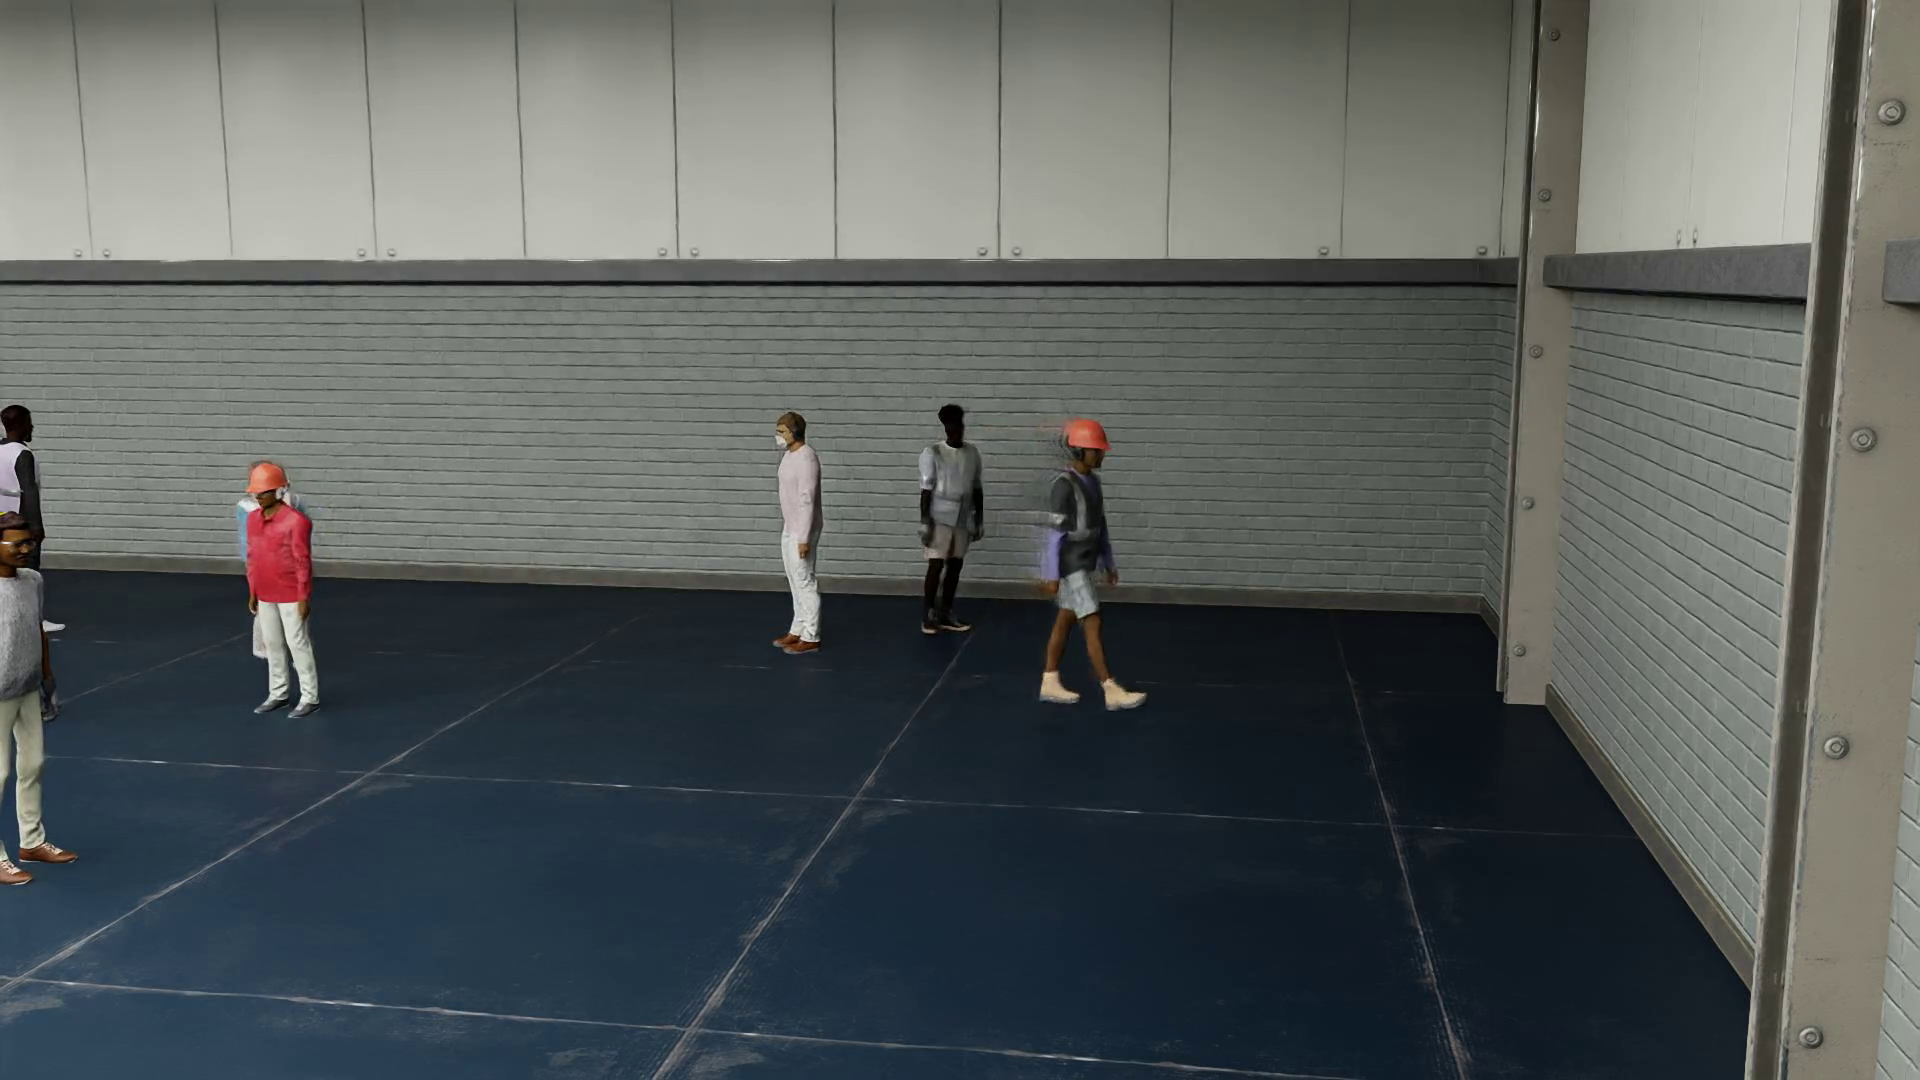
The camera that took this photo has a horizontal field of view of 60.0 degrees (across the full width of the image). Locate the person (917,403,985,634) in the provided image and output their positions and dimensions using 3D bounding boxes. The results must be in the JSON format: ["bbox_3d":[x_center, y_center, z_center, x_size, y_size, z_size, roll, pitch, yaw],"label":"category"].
[{"bbox_3d":[-0.097,-0.173,13.856,0.712,1.944,0.436,-7,11,-35],"label":"person"}]

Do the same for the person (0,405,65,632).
[{"bbox_3d":[-7.872,-0.172,13.936,0.591,1.919,0.390,7,11,36],"label":"person"}]

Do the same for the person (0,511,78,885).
[{"bbox_3d":[-4.717,0.775,8.295,0.328,1.861,0.507,2,9,13],"label":"person"}]

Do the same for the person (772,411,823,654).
[{"bbox_3d":[-1.285,-0.061,13.217,0.385,1.932,0.638,-3,10,-19],"label":"person"}]

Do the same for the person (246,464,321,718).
[{"bbox_3d":[-4.636,0.345,11.294,0.562,1.741,0.357,5,10,27],"label":"person"}]

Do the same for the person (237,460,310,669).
[{"bbox_3d":[-5.247,0.184,12.744,0.494,1.593,0.875,-7,12,-38],"label":"person"}]

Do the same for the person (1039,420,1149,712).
[{"bbox_3d":[0.952,0.183,11.463,0.951,2.005,0.641,4,10,24],"label":"person"}]
